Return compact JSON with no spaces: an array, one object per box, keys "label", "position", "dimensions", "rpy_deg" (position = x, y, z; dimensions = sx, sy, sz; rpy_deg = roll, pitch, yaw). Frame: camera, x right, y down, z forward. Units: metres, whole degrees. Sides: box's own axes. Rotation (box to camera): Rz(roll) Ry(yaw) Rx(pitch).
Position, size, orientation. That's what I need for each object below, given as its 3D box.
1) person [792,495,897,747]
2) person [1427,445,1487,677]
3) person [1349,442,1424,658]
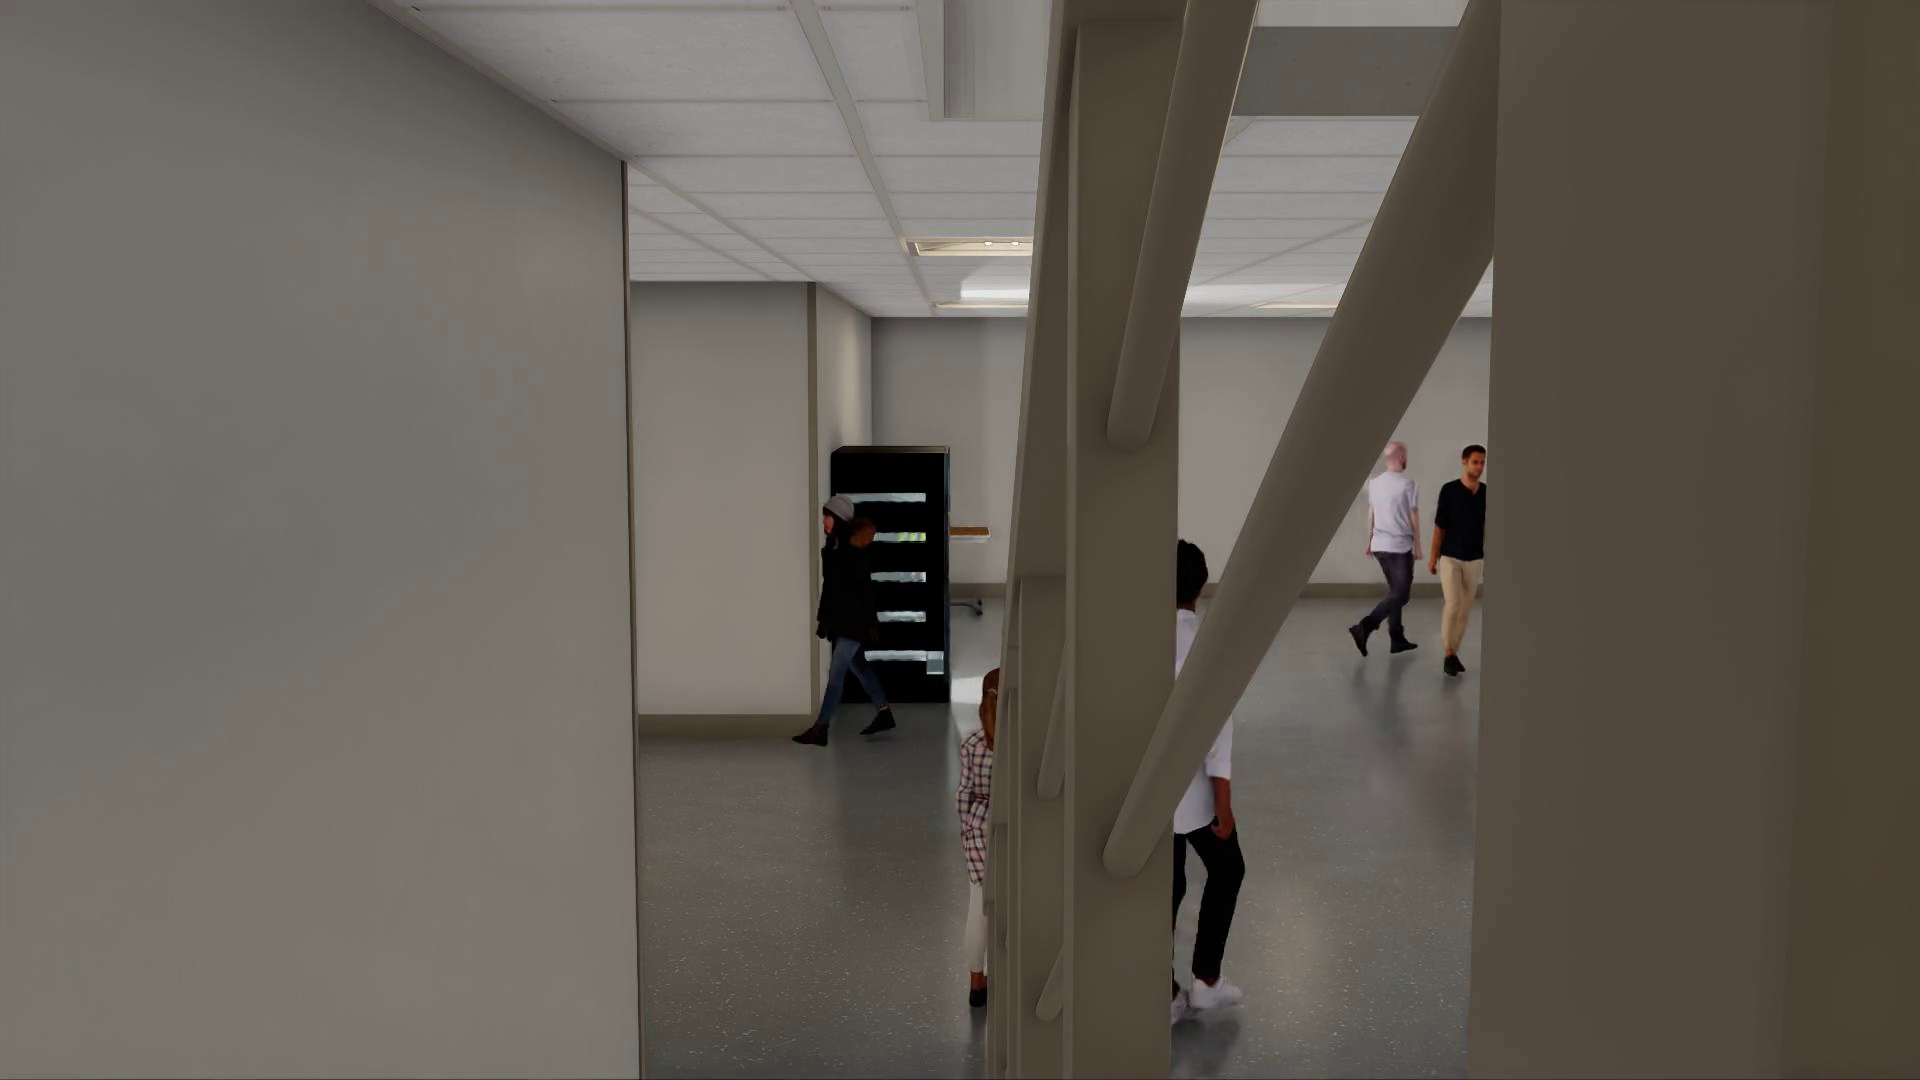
[{"label":"person","position":[-0.652,0.532,10.775],"dimensions":[1.031,1.590,1.078],"rpy_deg":[-4,7,-32]},{"label":"person","position":[3.960,0.163,13.273],"dimensions":[0.698,1.825,0.757],"rpy_deg":[-1,6,-6]},{"label":"person","position":[3.579,0.103,13.969],"dimensions":[1.005,1.804,1.125],"rpy_deg":[-3,6,-26]}]
